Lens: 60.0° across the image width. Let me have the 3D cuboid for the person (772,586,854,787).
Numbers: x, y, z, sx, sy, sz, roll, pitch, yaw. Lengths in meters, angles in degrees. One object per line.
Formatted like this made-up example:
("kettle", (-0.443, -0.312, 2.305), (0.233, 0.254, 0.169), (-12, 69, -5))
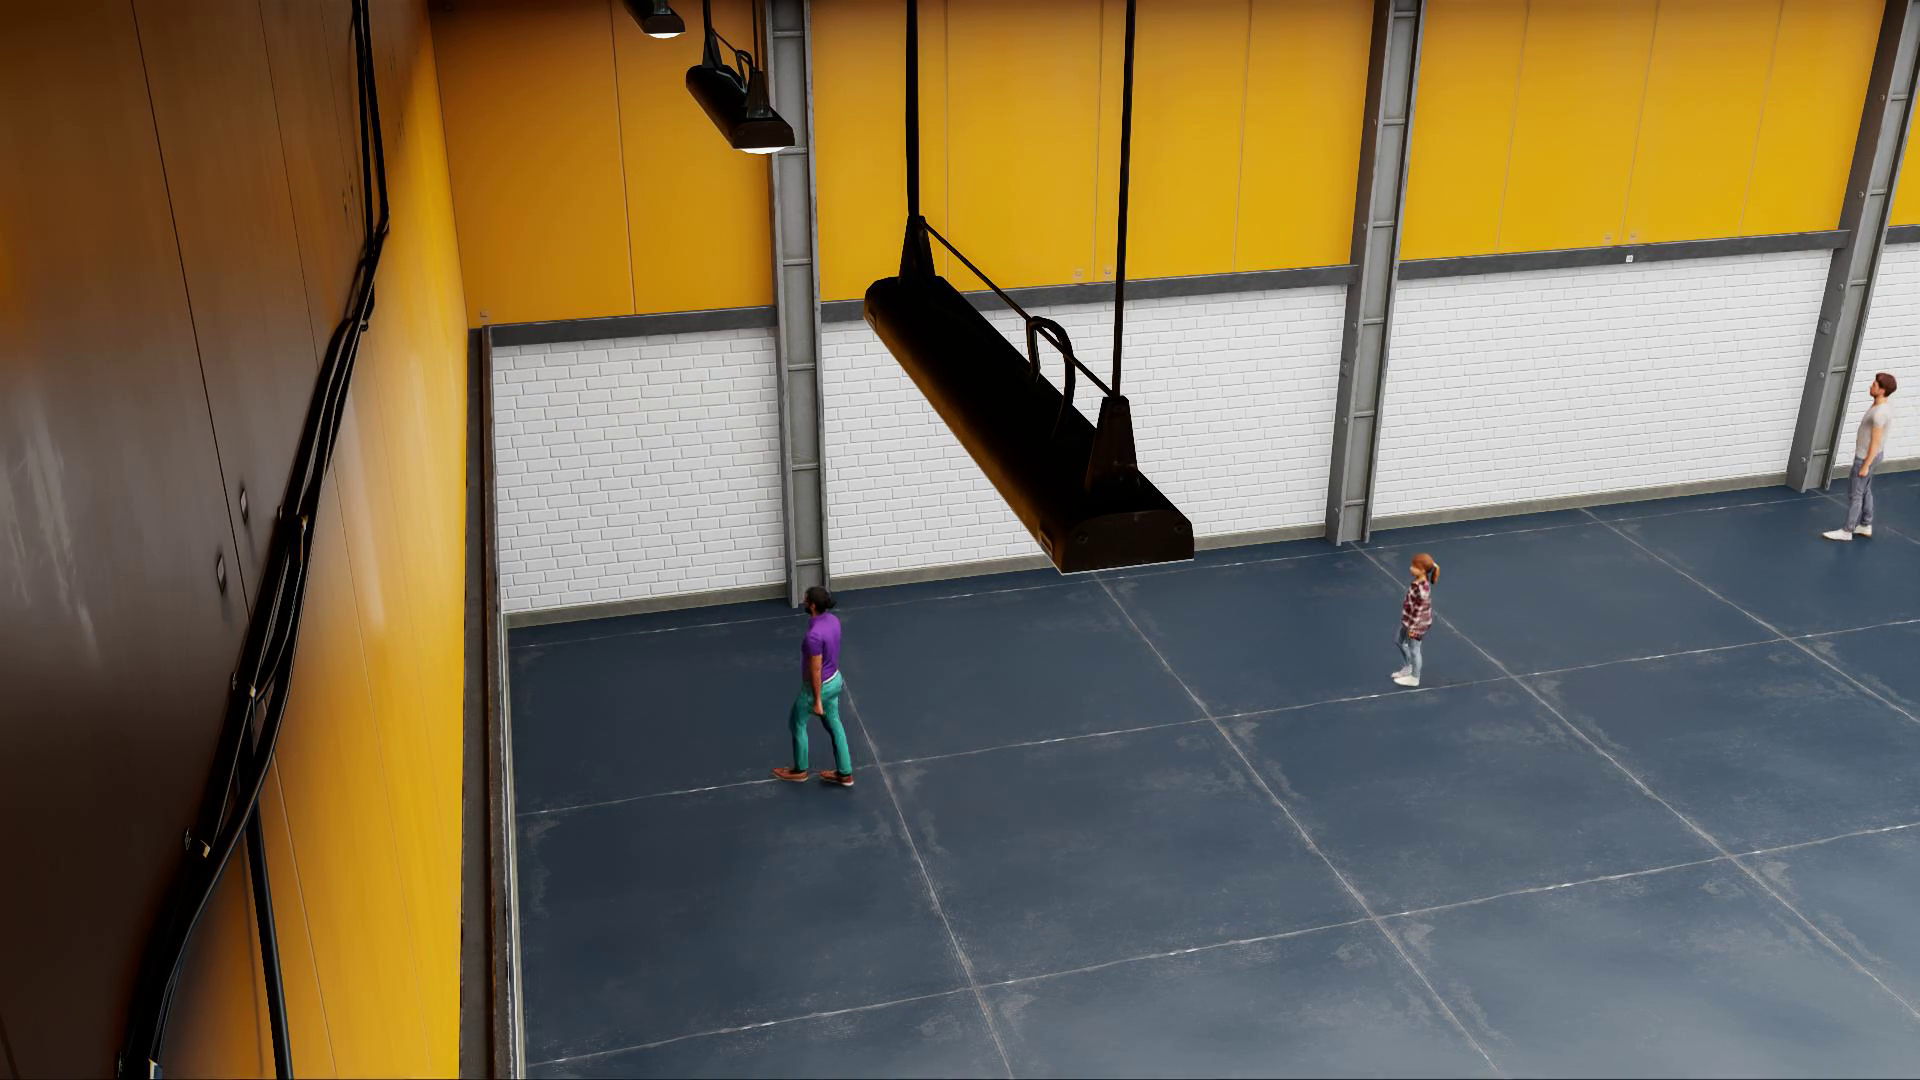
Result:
("person", (-1.028, 1.206, 13.346), (1.030, 1.743, 0.920), (8, 25, 18))

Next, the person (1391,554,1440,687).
("person", (4.174, 0.727, 14.996), (0.637, 1.301, 0.619), (3, 24, 8))

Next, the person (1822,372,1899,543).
("person", (9.842, -0.898, 17.964), (0.895, 1.900, 0.834), (13, 27, 28))
